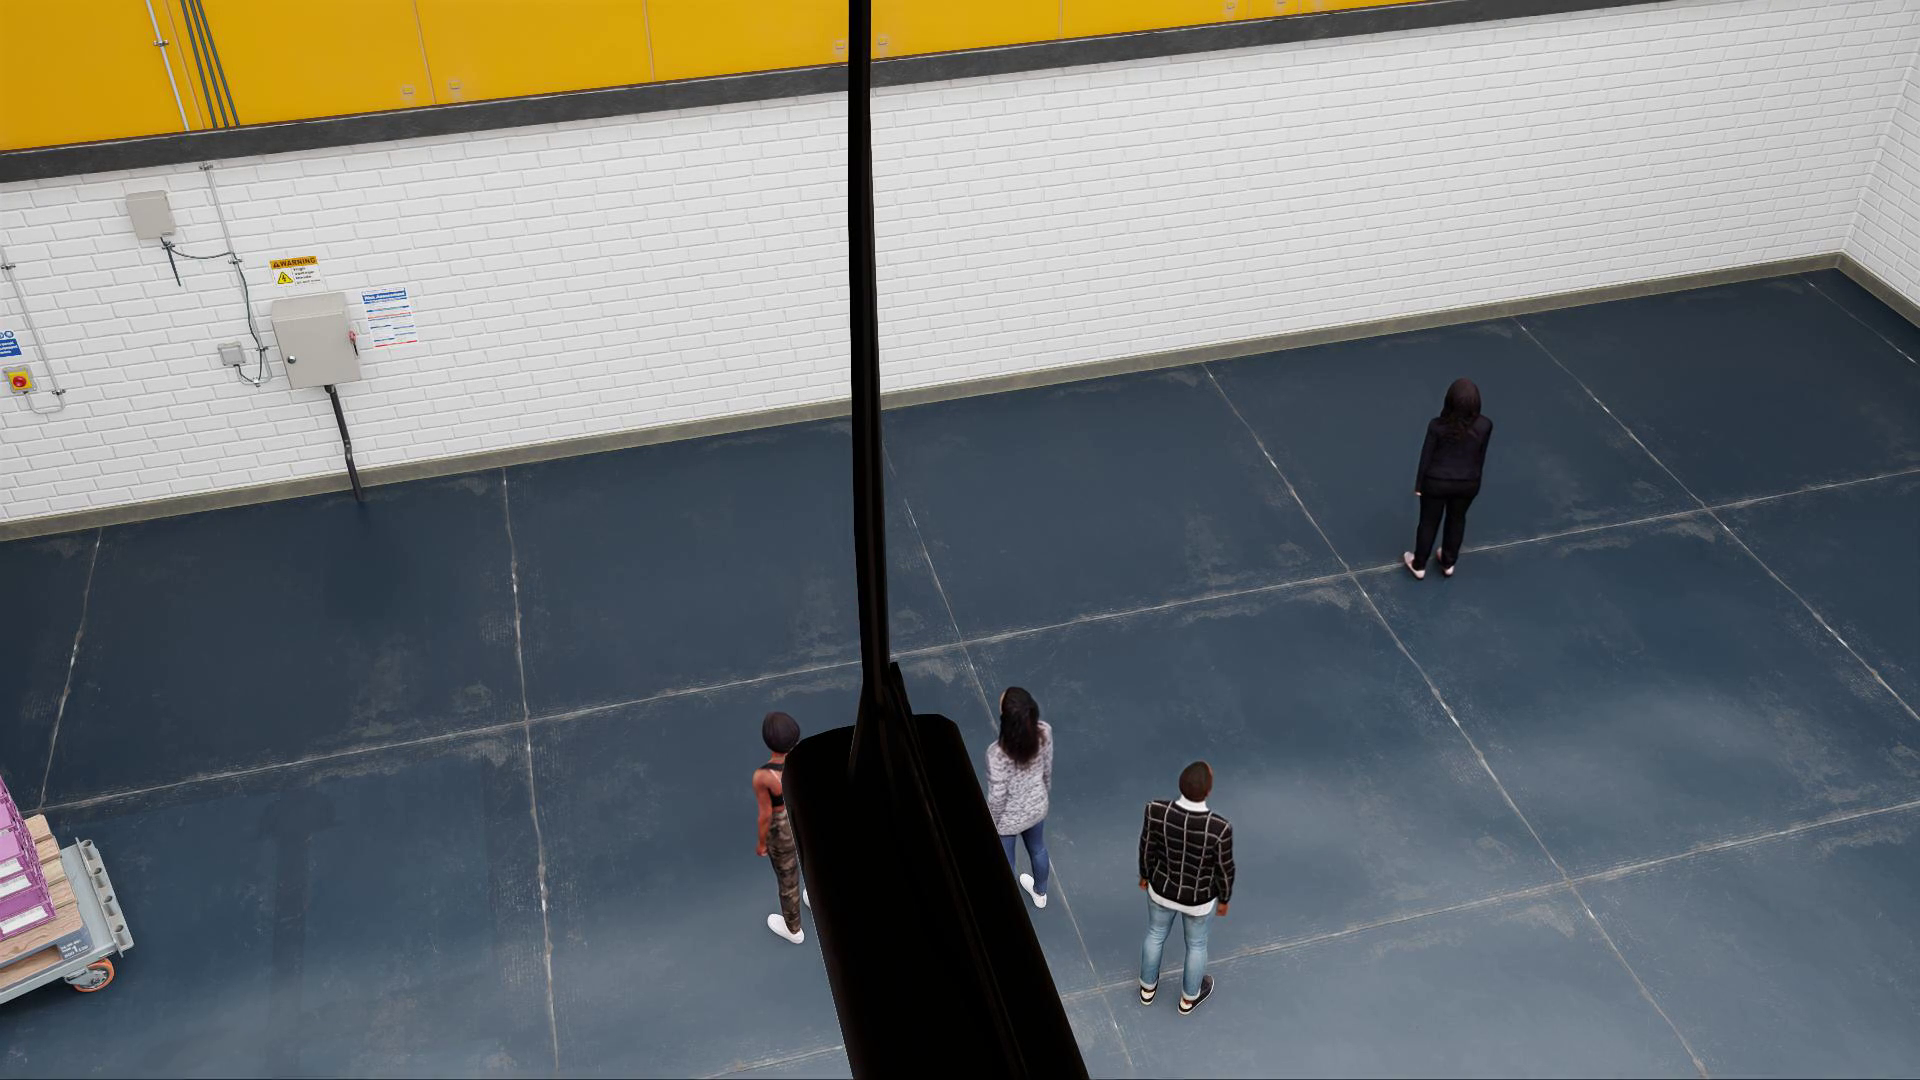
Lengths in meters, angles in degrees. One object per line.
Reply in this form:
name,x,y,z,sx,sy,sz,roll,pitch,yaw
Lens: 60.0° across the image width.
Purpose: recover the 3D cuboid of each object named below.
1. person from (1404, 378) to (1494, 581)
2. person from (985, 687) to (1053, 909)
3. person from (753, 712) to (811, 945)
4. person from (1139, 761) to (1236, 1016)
person,3.473,-0.419,11.769,0.676,1.614,0.678,-3,39,-3
person,0.316,1.490,9.285,0.690,1.731,0.660,-26,45,-29
person,-0.933,1.587,9.189,0.656,1.699,0.671,-29,47,-31
person,1.171,1.840,8.774,0.743,1.821,0.768,14,41,17
